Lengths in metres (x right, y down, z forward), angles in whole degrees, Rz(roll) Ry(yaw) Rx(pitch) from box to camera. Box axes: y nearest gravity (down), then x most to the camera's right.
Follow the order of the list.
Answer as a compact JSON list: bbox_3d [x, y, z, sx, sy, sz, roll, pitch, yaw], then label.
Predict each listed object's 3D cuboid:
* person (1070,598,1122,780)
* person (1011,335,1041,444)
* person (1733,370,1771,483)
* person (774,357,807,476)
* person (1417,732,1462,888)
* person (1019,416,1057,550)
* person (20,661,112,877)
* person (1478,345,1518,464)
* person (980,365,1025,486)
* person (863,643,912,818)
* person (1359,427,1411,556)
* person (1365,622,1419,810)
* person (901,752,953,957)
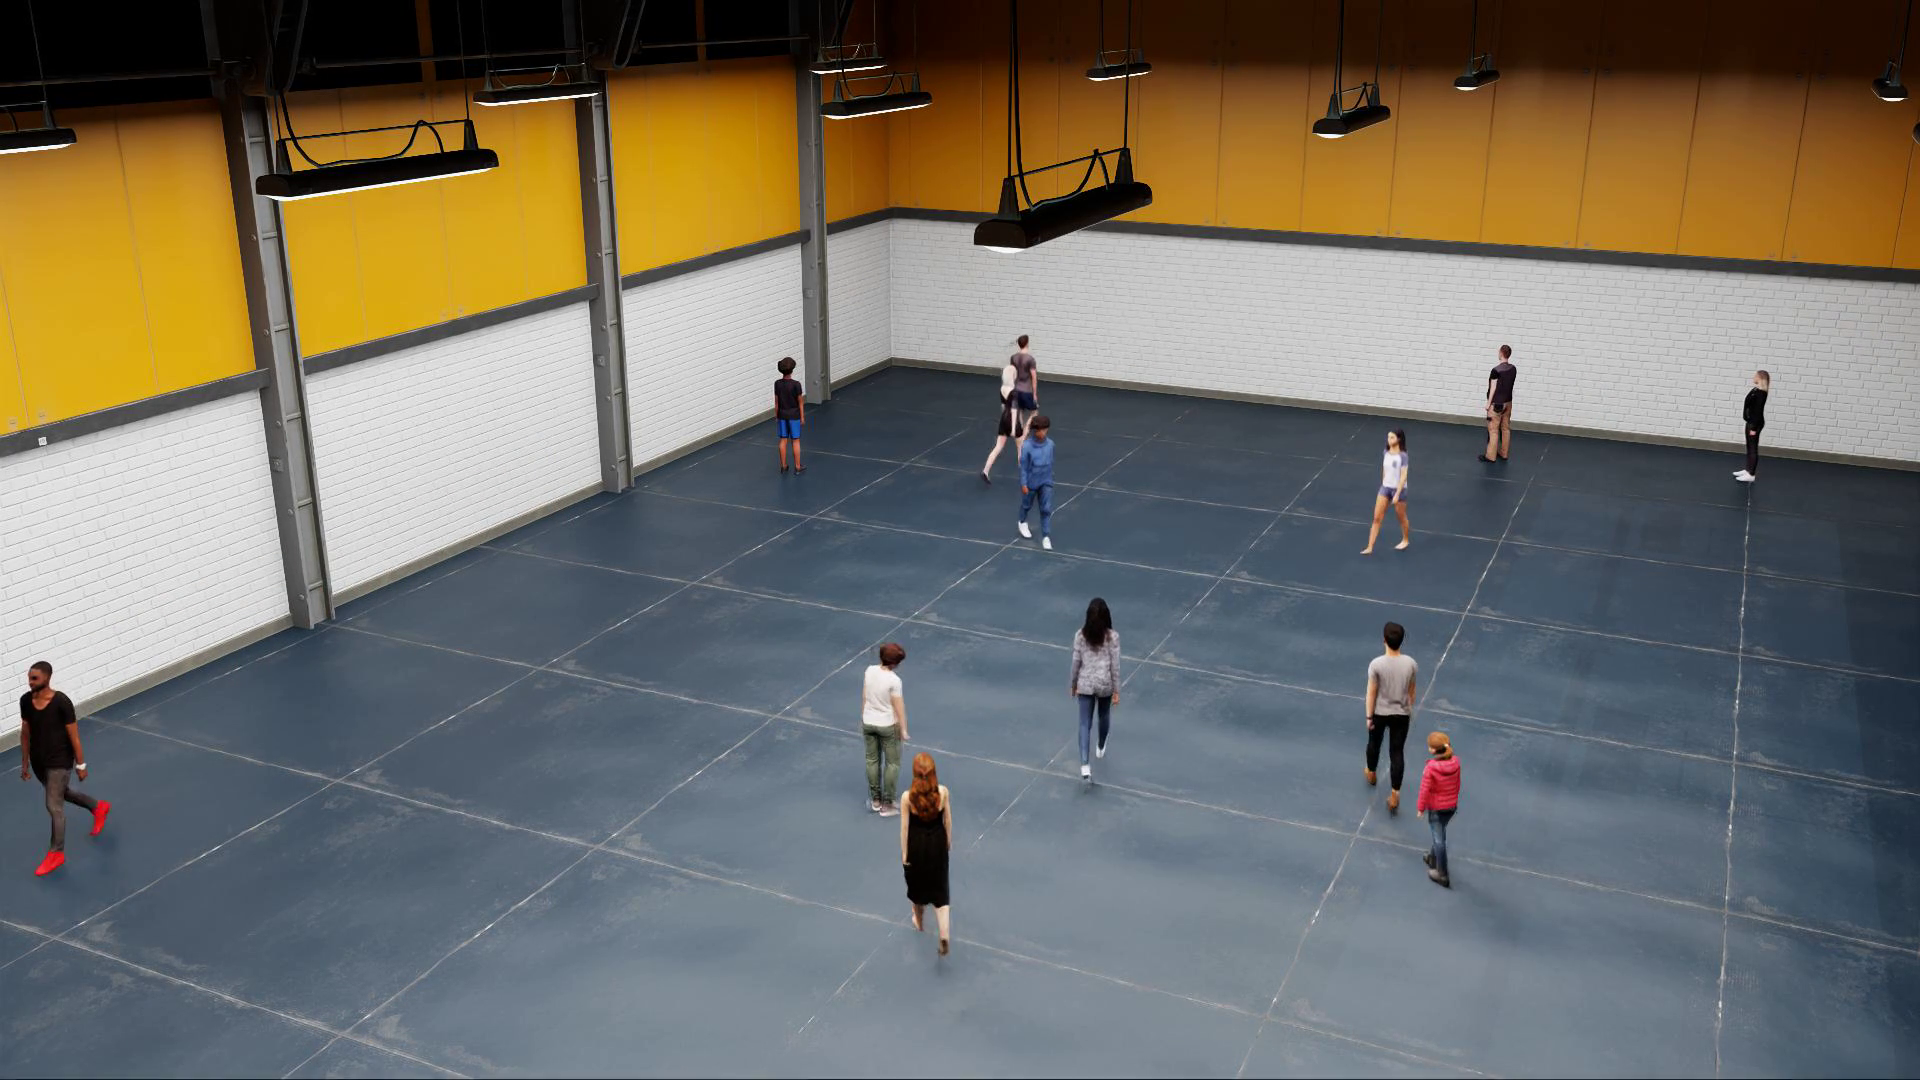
[{"bbox_3d":[1.250,1.424,15.577,0.889,1.690,1.237,2,19,6],"label":"person"},{"bbox_3d":[0.972,-2.331,26.484,0.709,1.846,0.693,13,22,33],"label":"person"},{"bbox_3d":[11.914,-1.717,24.911,0.684,1.685,0.502,6,20,18],"label":"person"},{"bbox_3d":[-2.597,-1.891,25.253,0.664,1.798,0.642,4,19,11],"label":"person"},{"bbox_3d":[4.032,2.247,13.762,0.736,1.290,0.796,-6,19,-17],"label":"person"},{"bbox_3d":[0.996,-0.799,22.060,1.184,1.767,1.291,-5,19,-16],"label":"person"},{"bbox_3d":[-7.657,1.855,14.171,0.795,1.771,1.225,5,19,15],"label":"person"},{"bbox_3d":[8.426,-2.142,25.928,0.728,1.842,0.837,-11,22,-30],"label":"person"},{"bbox_3d":[0.647,-1.661,24.585,1.256,1.787,0.923,-15,24,-38],"label":"person"},{"bbox_3d":[-0.712,1.669,14.942,0.624,1.632,0.614,4,19,13],"label":"person"},{"bbox_3d":[5.709,-0.616,21.649,1.202,1.682,0.914,-15,24,-38],"label":"person"},{"bbox_3d":[3.909,1.611,15.035,0.820,1.683,1.169,2,19,7],"label":"person"},{"bbox_3d":[-0.235,2.413,12.772,0.918,1.607,1.038,-5,19,-13],"label":"person"}]
